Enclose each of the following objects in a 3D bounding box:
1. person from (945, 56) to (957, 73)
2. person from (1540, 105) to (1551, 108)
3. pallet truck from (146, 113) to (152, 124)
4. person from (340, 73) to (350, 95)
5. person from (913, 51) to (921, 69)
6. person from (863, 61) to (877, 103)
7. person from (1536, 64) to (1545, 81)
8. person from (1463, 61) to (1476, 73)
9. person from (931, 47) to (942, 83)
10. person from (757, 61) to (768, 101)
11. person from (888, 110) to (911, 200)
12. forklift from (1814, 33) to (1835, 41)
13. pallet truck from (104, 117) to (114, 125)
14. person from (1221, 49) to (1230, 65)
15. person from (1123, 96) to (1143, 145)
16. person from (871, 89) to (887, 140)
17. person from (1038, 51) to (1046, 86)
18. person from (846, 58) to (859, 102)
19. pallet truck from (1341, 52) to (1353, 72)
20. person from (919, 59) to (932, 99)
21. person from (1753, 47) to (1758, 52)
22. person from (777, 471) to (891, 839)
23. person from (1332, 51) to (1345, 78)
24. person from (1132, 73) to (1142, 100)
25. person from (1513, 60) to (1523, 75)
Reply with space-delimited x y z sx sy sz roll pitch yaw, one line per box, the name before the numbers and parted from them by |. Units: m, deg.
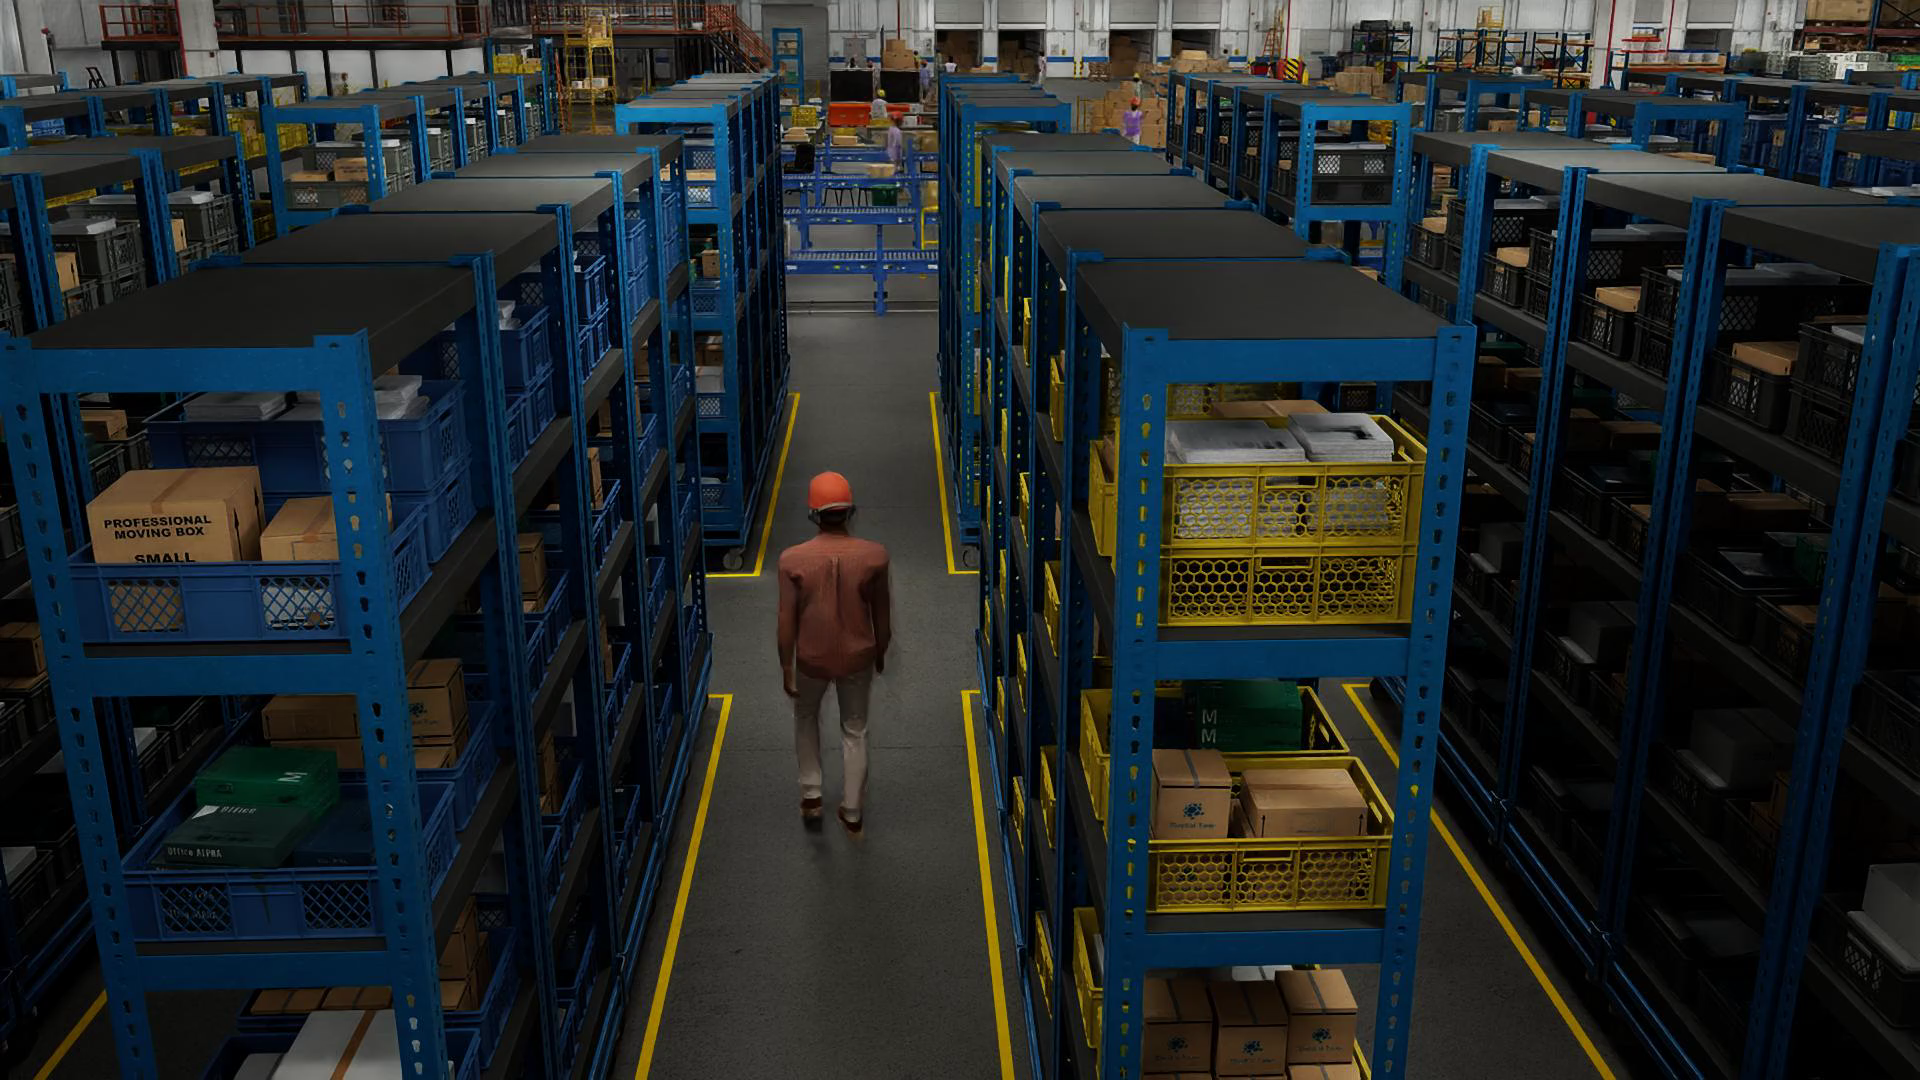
person | -0.434 -21.828 78.399 0.620 1.883 0.832 -1 18 -3
person | 19.434 -14.337 55.449 0.523 1.747 0.612 8 20 24
pallet truck | -18.087 -8.309 36.390 1.885 1.965 0.823 -1 18 -4
person | -22.737 -16.448 61.881 0.924 1.801 0.541 -2 18 -5
person | -2.407 -25.858 91.020 0.639 1.802 0.951 -12 21 -33
person | -3.733 -18.860 69.040 0.610 1.996 0.378 -7 19 -20
person | 24.098 -18.861 69.273 0.527 1.858 0.318 -10 20 -28
person | 21.459 -19.226 70.279 0.543 1.932 0.376 7 19 21
person | -1.315 -26.547 92.954 0.867 1.911 0.605 4 18 13
person | -8.772 -20.243 73.589 0.591 1.826 0.992 16 24 41
person | -1.517 -8.622 37.340 0.873 2.020 0.617 -3 18 -10
forklift | 44.096 -24.547 85.225 1.129 2.768 1.873 7 19 21
pallet truck | -18.367 -7.885 35.078 1.885 1.965 0.823 1 18 2
person | 14.785 -26.466 92.882 0.517 1.821 0.972 8 20 24
person | 4.597 -10.892 44.508 0.566 1.918 0.615 -3 18 -8
person | -2.400 -12.623 50.008 0.599 1.827 0.404 16 24 40
person | 4.368 -25.239 89.074 0.429 1.834 0.675 7 19 22
person | -4.829 -20.706 74.875 0.593 1.922 0.391 5 18 14
pallet truck | 18.794 -23.123 82.231 0.823 1.965 1.885 -13 22 -35
person | -1.542 -20.043 72.818 0.568 1.924 0.640 8 19 22
person | 44.939 -26.990 94.410 0.983 1.880 0.594 4 18 12
person | -0.666 0.607 8.826 0.615 1.976 0.565 -3 18 -10
person | 19.093 -23.654 83.806 1.008 2.000 0.692 -8 20 -23
person | 6.749 -17.026 63.798 0.494 1.720 0.688 5 19 15
person | 24.630 -20.325 73.785 0.582 1.864 0.578 -8 20 -23
